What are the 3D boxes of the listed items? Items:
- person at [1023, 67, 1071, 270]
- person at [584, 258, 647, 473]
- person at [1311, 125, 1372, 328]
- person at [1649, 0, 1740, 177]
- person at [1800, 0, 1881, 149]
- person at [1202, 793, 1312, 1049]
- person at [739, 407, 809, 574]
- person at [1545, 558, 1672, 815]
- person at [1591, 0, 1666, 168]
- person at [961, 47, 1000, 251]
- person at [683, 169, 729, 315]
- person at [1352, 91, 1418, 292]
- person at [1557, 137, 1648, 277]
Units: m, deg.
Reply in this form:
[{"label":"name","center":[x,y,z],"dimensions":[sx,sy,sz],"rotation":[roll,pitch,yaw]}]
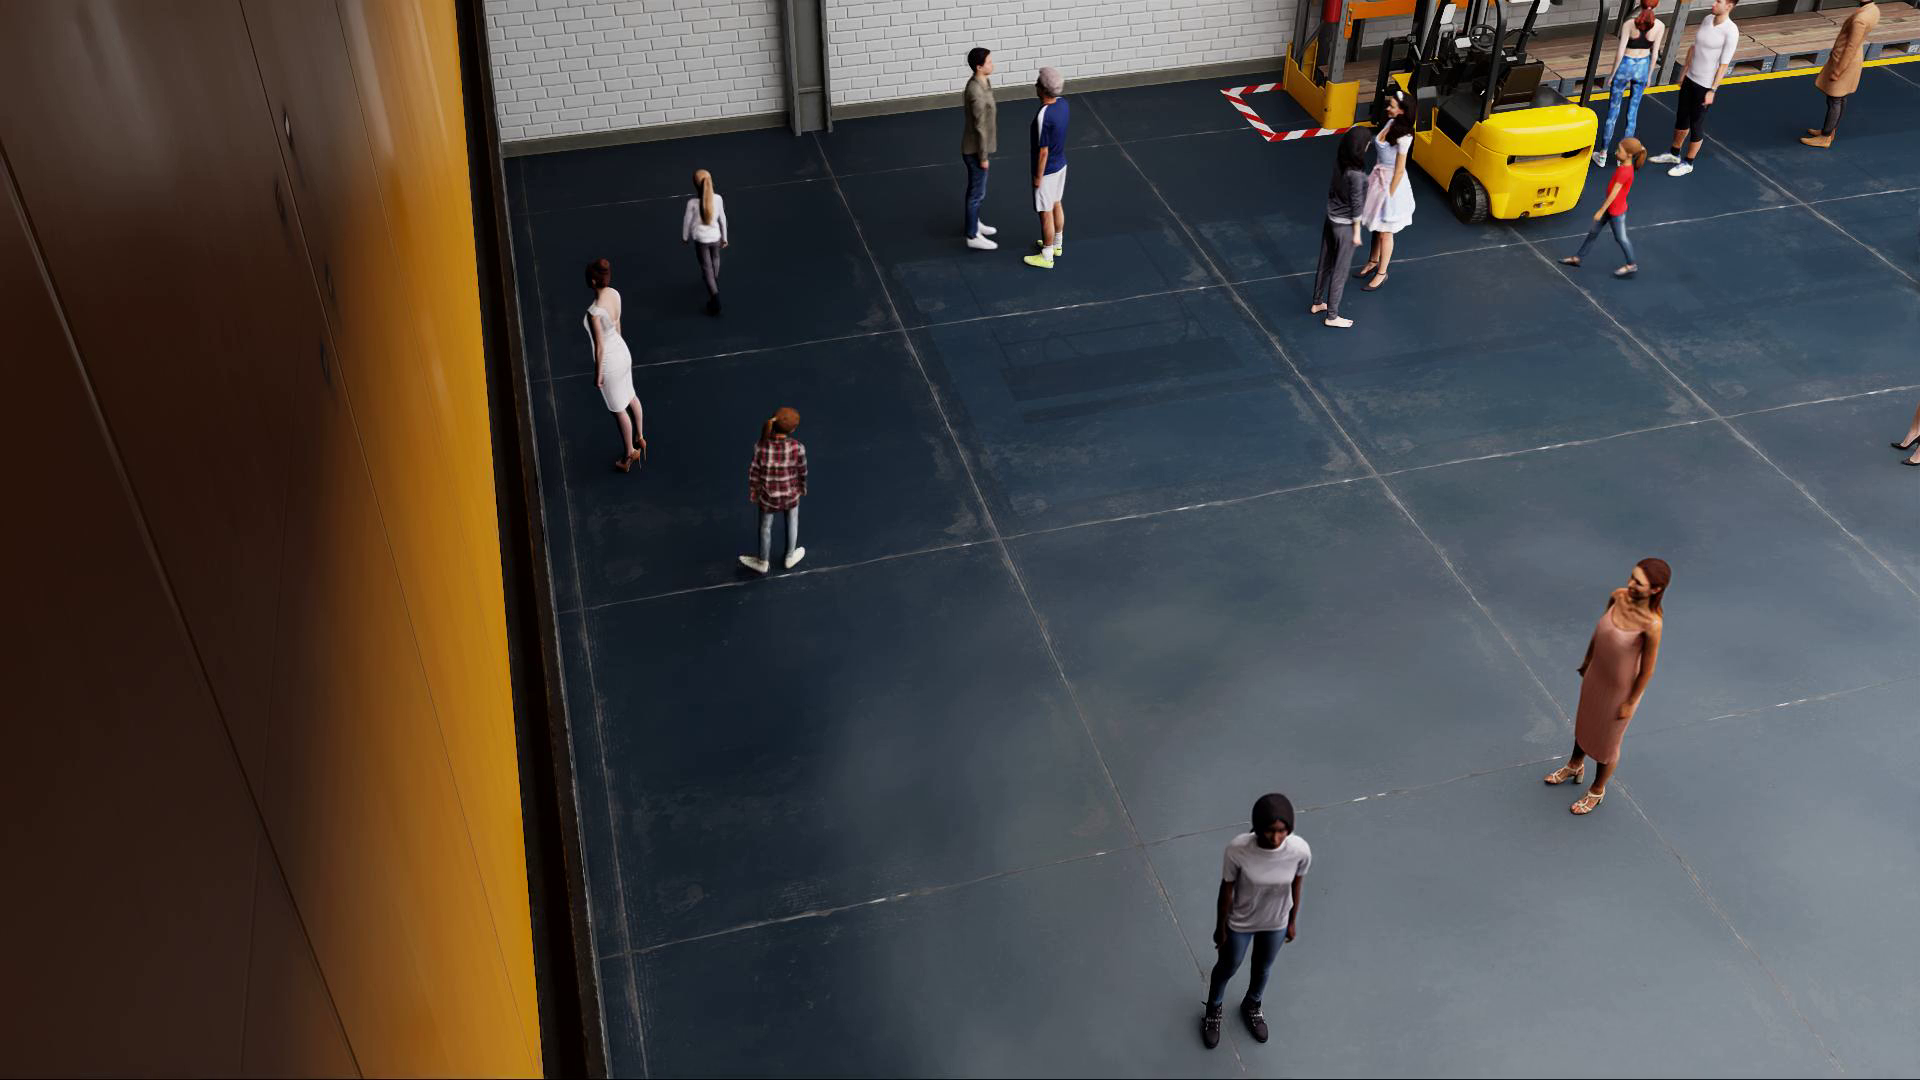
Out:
[{"label":"person","center":[0.788,-3.301,14.730],"dimensions":[0.765,1.838,0.717],"rotation":[17,42,20]},{"label":"person","center":[-2.548,-1.284,12.242],"dimensions":[0.658,1.792,0.642],"rotation":[11,40,13]},{"label":"person","center":[3.202,-2.642,13.964],"dimensions":[0.508,1.765,0.597],"rotation":[-10,40,-13]},{"label":"person","center":[7.228,-4.480,16.196],"dimensions":[0.540,1.851,0.657],"rotation":[-10,40,-12]},{"label":"person","center":[8.915,-4.805,16.702],"dimensions":[0.829,1.727,0.752],"rotation":[25,45,28]},{"label":"person","center":[1.472,1.900,8.313],"dimensions":[0.515,1.719,0.676],"rotation":[-4,39,-4]},{"label":"person","center":[-1.275,-0.323,11.447],"dimensions":[0.500,1.282,0.765],"rotation":[-11,40,-13]},{"label":"person","center":[3.758,0.832,9.560],"dimensions":[0.514,1.832,0.600],"rotation":[-12,40,-15]},{"label":"person","center":[6.569,-4.524,16.305],"dimensions":[0.628,1.784,0.719],"rotation":[4,39,5]},{"label":"person","center":[0.156,-3.549,15.019],"dimensions":[0.673,1.864,0.762],"rotation":[0,39,0]},{"label":"person","center":[-2.137,-2.531,14.234],"dimensions":[0.812,1.255,0.689],"rotation":[-21,43,-24]},{"label":"person","center":[3.691,-3.018,14.392],"dimensions":[0.757,1.819,0.734],"rotation":[-4,39,-5]},{"label":"person","center":[5.854,-2.904,14.678],"dimensions":[0.964,1.283,0.741],"rotation":[8,39,10]}]
